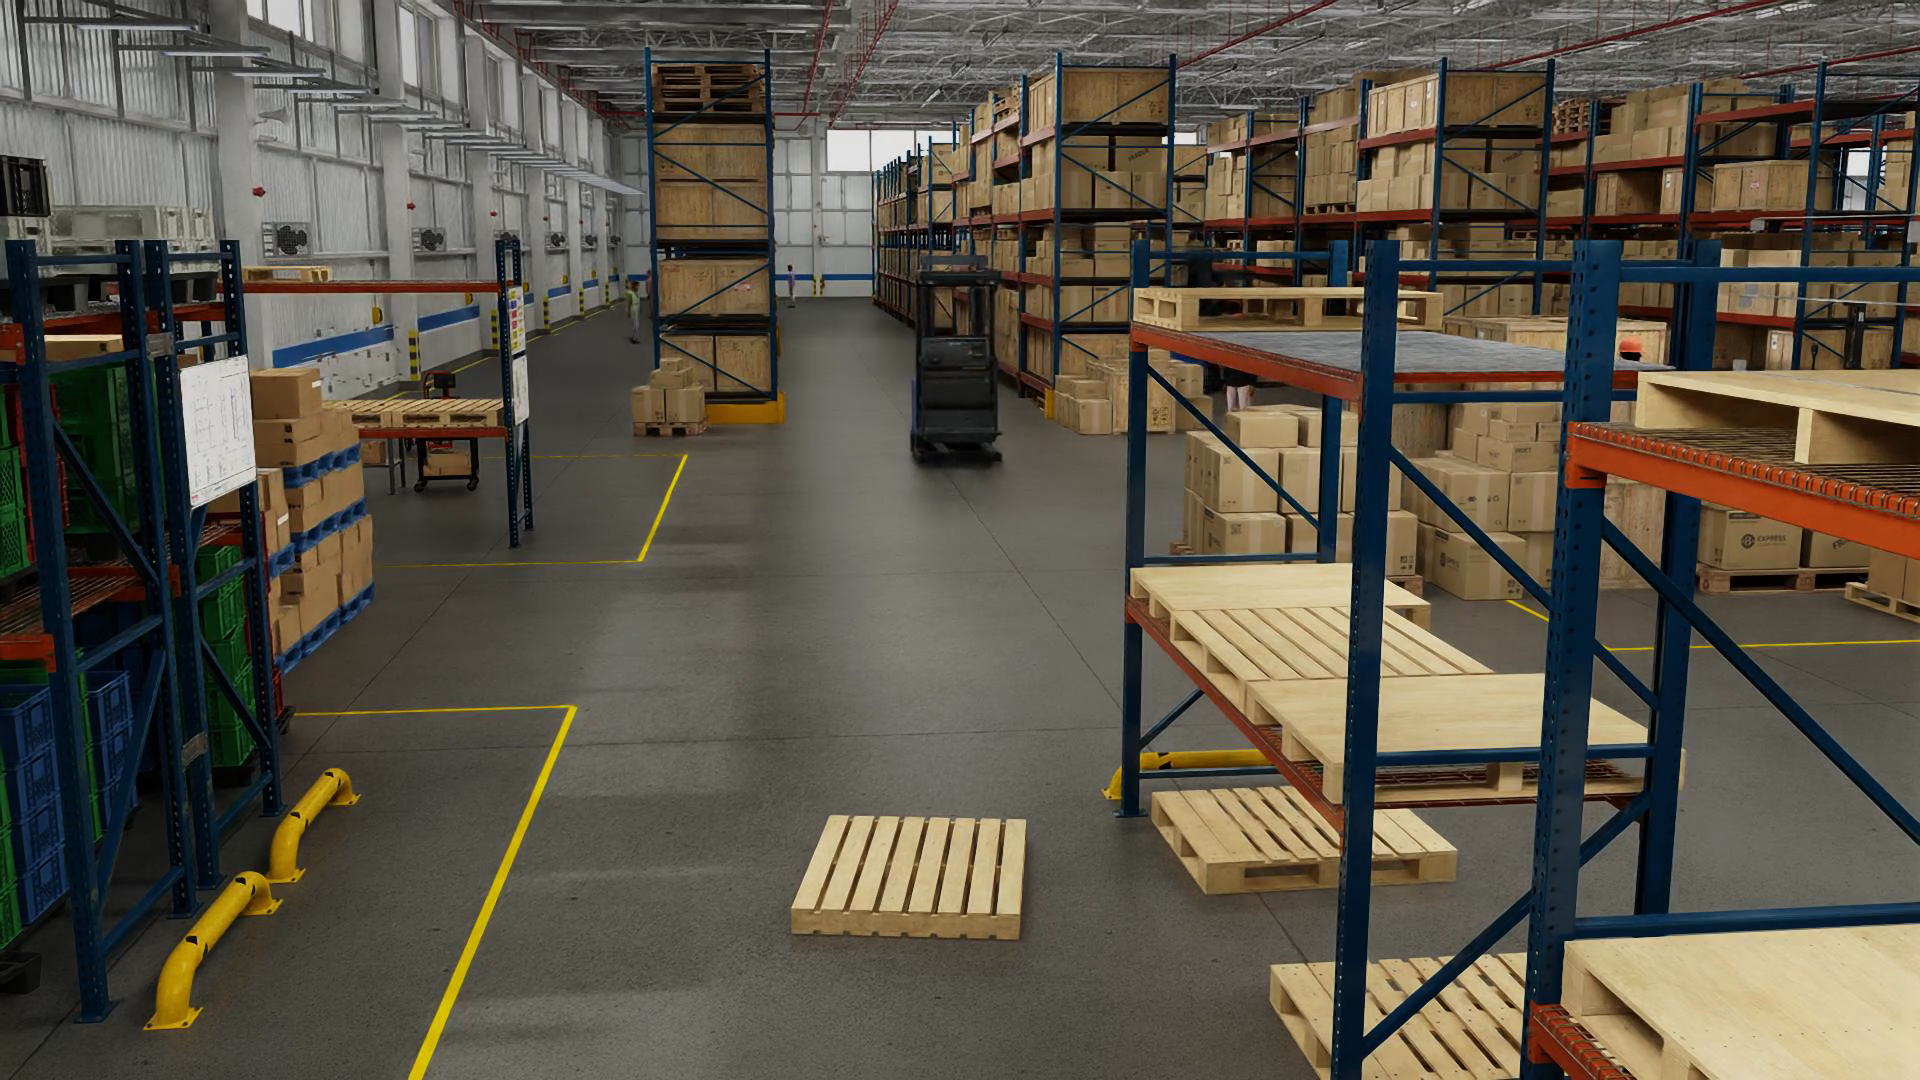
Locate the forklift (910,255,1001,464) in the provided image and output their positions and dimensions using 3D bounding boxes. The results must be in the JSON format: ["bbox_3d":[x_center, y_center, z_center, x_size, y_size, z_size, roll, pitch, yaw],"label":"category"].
[{"bbox_3d":[-0.101,-2.556,23.098,1.129,2.768,1.873,-1,10,-6],"label":"forklift"}]

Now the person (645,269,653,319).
[{"bbox_3d":[-11.998,-9.535,64.502,0.398,1.899,0.662,0,10,3],"label":"person"}]

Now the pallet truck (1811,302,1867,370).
[{"bbox_3d":[15.846,-3.142,28.793,1.885,1.965,0.823,2,10,12],"label":"pallet truck"}]

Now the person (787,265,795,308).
[{"bbox_3d":[-7.546,-11.335,74.371,0.370,1.934,0.627,-2,10,-12],"label":"person"}]

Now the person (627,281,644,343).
[{"bbox_3d":[-9.544,-6.680,48.872,0.476,1.828,0.590,2,10,12],"label":"person"}]

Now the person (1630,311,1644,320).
[{"bbox_3d":[11.749,-3.085,29.048,0.646,1.792,0.960,-1,10,-3],"label":"person"}]

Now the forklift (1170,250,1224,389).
[{"bbox_3d":[4.770,-4.417,33.407,1.873,2.768,1.129,-1,10,-6],"label":"forklift"}]

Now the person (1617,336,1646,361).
[{"bbox_3d":[7.638,-1.368,19.123,0.370,1.936,0.550,2,10,12],"label":"person"}]

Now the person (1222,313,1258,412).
[{"bbox_3d":[3.999,-2.260,23.908,0.397,1.992,0.622,-7,13,-35],"label":"person"}]
